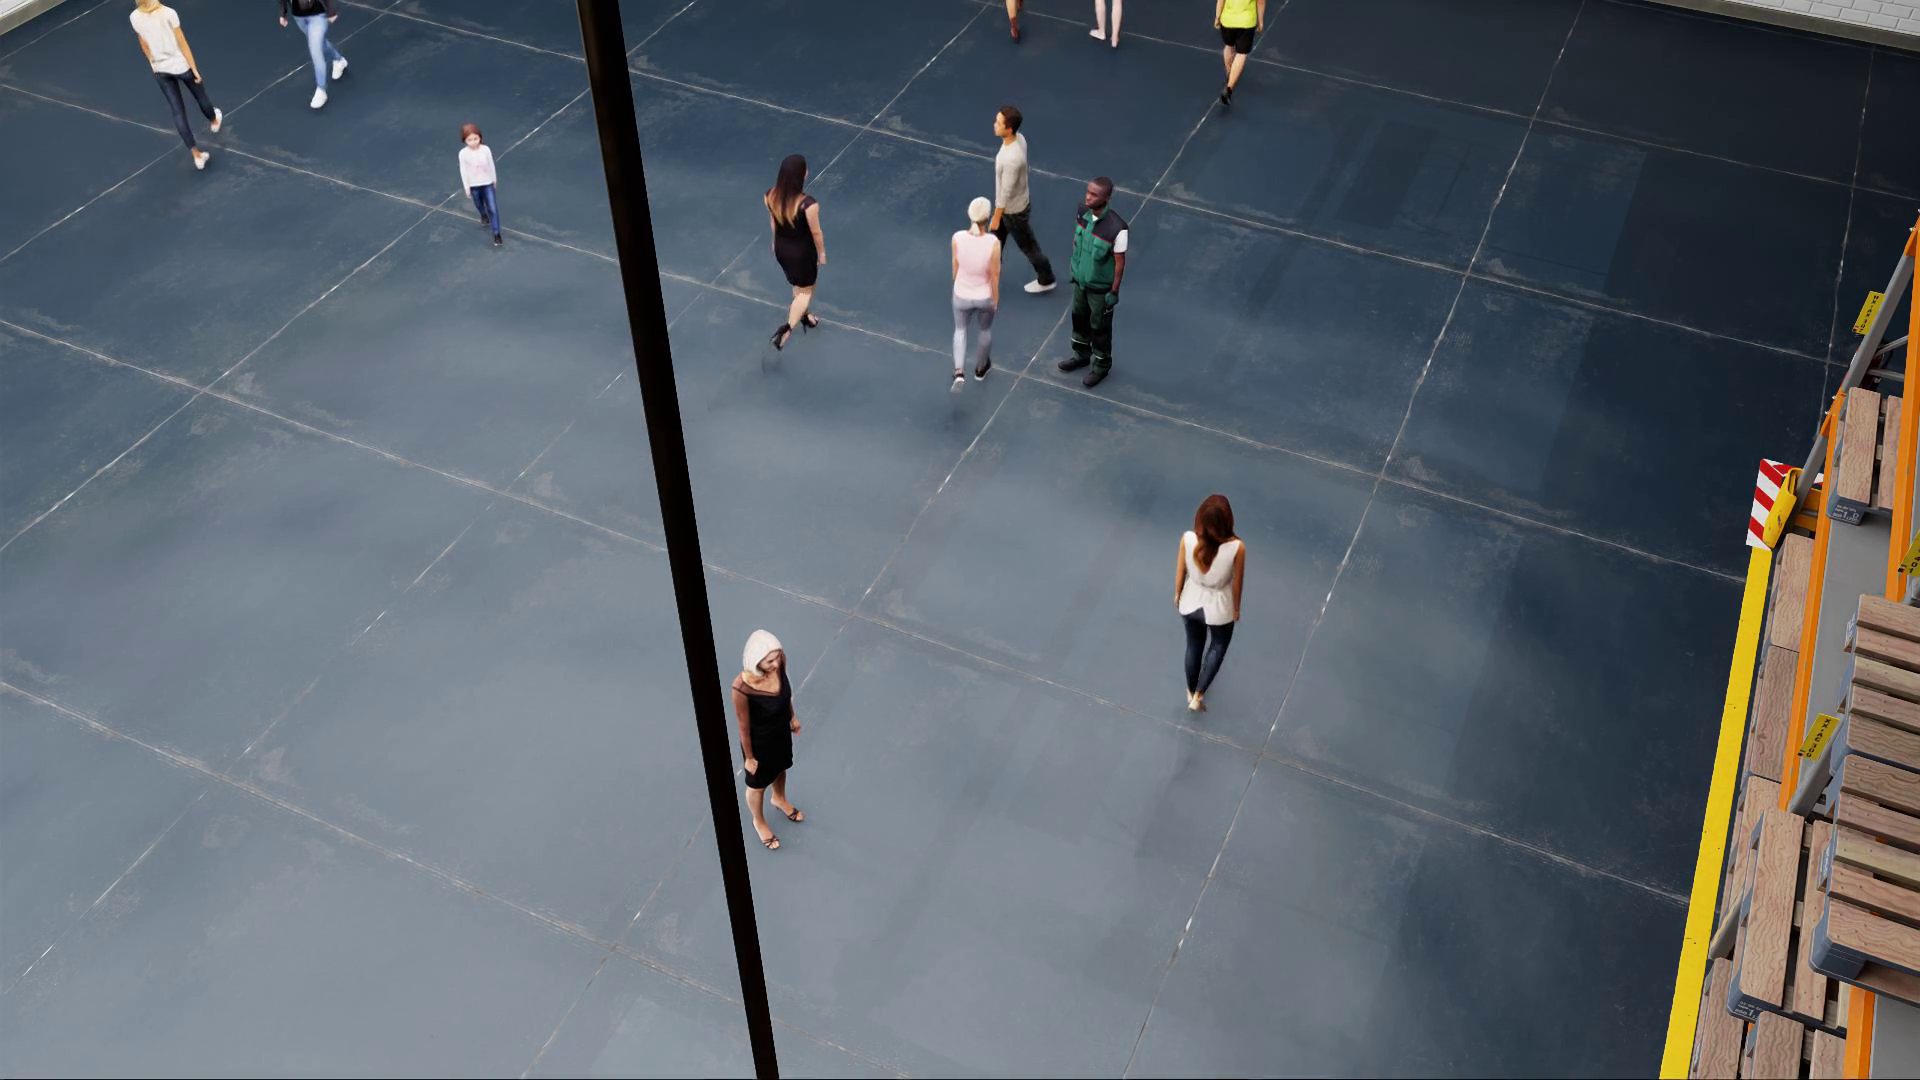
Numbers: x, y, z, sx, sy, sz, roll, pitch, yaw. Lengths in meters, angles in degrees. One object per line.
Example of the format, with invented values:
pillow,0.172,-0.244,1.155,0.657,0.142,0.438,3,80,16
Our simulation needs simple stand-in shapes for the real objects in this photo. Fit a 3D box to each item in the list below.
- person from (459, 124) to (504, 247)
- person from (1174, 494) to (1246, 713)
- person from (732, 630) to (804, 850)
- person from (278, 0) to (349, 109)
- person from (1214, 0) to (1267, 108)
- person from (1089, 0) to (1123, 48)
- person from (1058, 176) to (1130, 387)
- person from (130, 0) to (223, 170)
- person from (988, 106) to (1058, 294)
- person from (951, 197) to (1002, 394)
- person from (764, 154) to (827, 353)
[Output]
person,-4.299,-3.225,14.850,0.756,1.087,0.833,-13,45,-13
person,1.537,0.479,10.464,0.600,1.775,0.683,16,46,16
person,-1.141,1.144,9.789,0.688,1.744,0.502,26,49,25
person,-6.451,-5.238,16.600,0.790,1.590,1.162,9,44,10
person,2.734,-5.122,16.410,0.630,1.683,1.033,18,46,18
person,1.576,-5.954,17.231,0.804,1.755,0.863,-12,45,-12
person,1.068,-2.052,13.074,0.758,1.840,0.773,-31,52,-28
person,-7.333,-4.299,15.484,1.033,1.768,1.188,-6,44,-6
person,0.540,-2.797,13.902,1.091,1.776,1.183,-2,44,-2
person,0.095,-1.867,12.974,0.680,1.710,0.941,8,44,8
person,-1.350,-2.266,13.403,0.708,1.696,0.975,24,48,23
